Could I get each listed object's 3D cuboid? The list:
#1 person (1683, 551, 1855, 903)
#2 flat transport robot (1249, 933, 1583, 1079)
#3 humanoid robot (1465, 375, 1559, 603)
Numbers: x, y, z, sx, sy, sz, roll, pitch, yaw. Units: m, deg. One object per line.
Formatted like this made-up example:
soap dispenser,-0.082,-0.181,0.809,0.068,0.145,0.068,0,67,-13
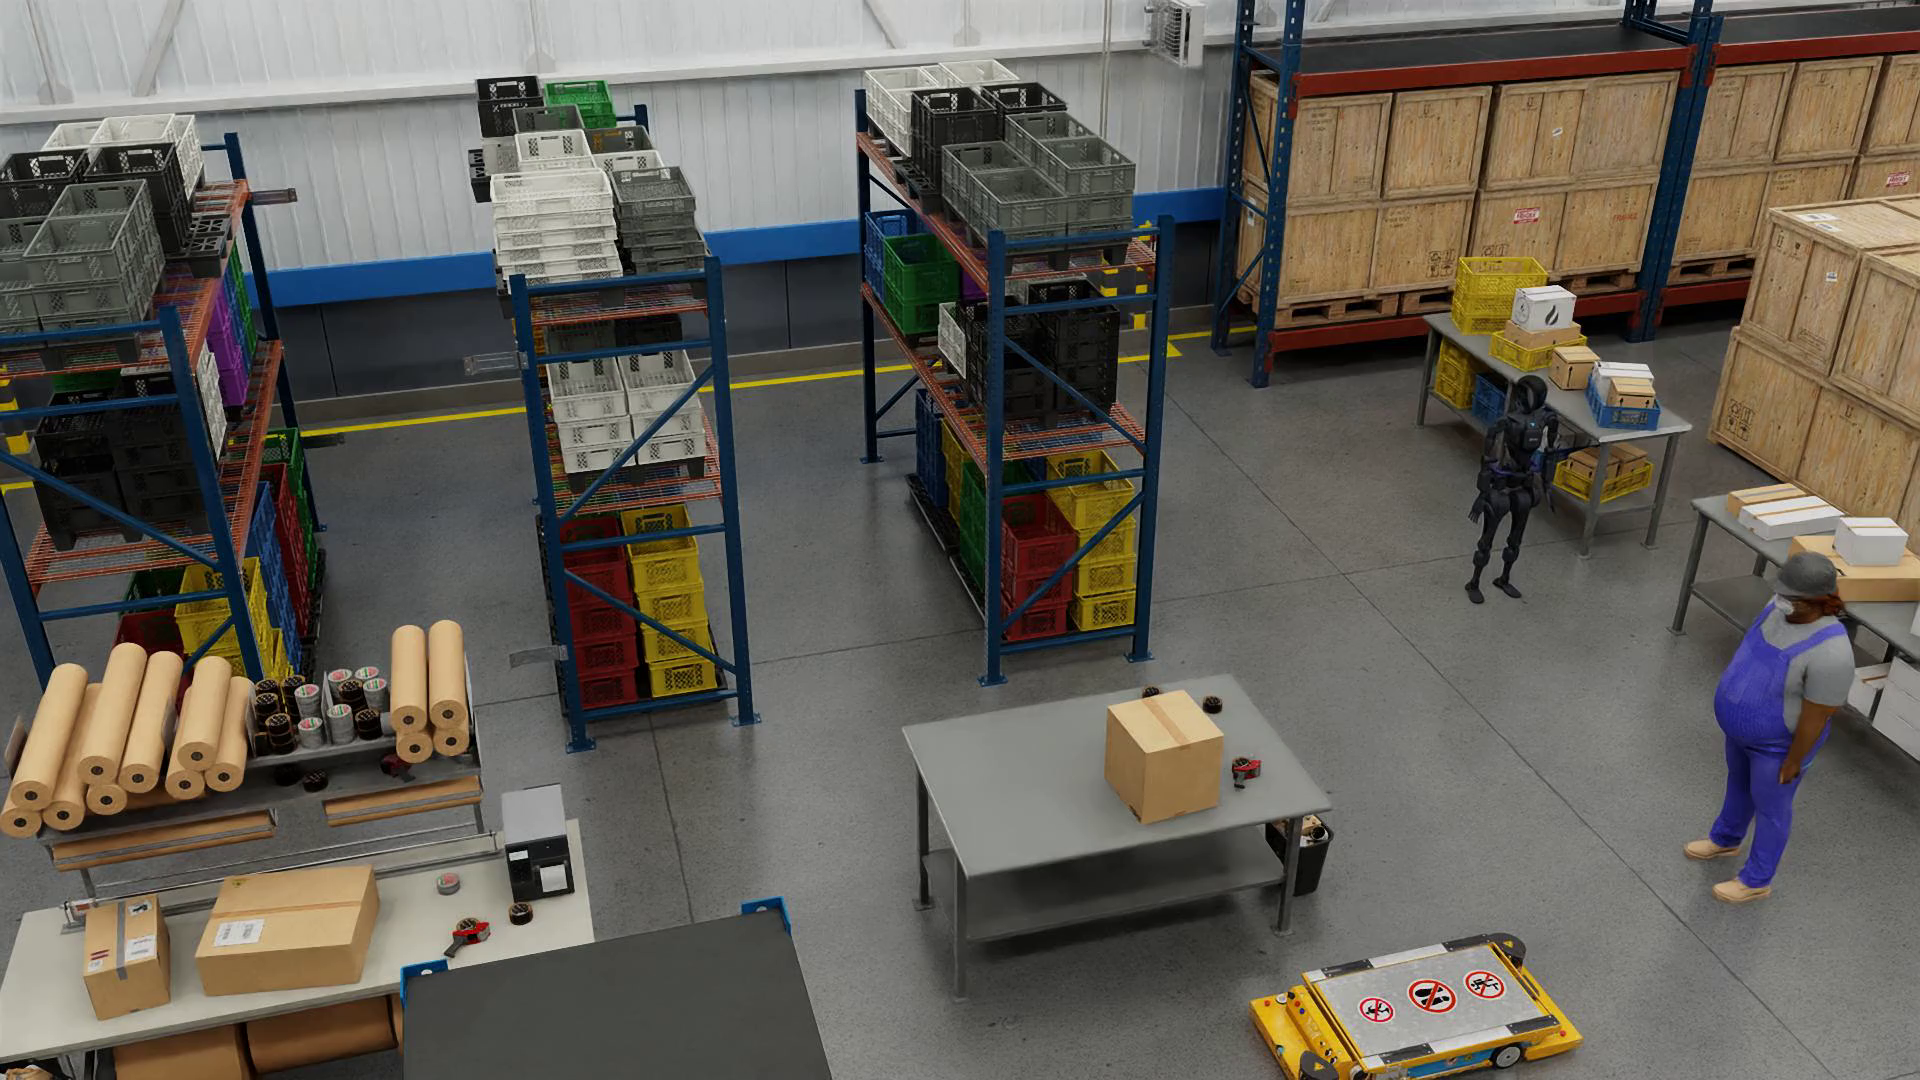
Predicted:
person,4.171,0.942,8.609,0.536,2.000,0.680,-1,29,-2
flat transport robot,2.184,2.282,7.980,1.431,0.197,0.652,-8,30,-14
humanoid robot,3.765,-0.345,11.313,0.612,1.657,0.308,-7,30,-13
